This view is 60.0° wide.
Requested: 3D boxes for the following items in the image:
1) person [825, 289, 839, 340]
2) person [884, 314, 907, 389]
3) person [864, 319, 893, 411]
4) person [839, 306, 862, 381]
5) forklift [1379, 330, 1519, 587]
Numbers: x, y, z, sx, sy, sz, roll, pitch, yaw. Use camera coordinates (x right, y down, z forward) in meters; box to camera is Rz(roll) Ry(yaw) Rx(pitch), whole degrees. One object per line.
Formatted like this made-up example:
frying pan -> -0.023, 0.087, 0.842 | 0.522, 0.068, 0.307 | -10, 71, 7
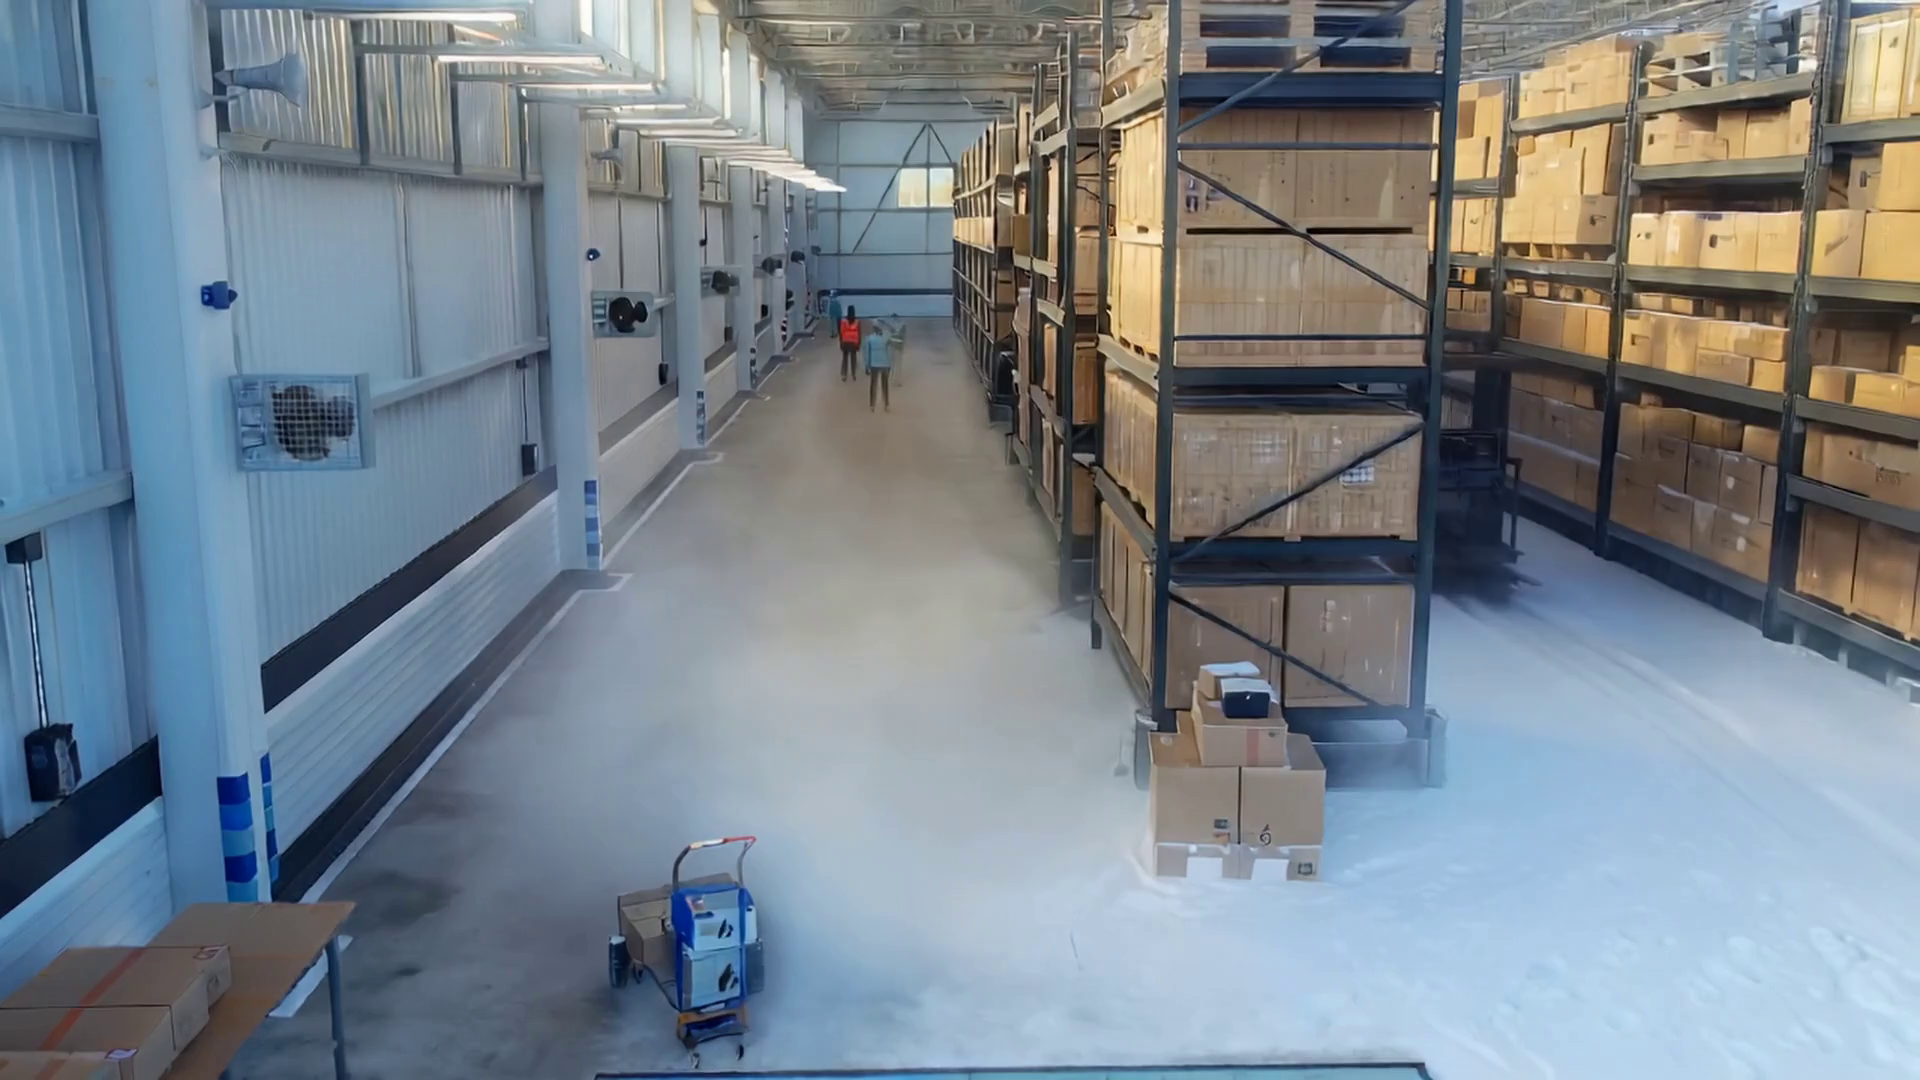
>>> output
person -> -4.374, -7.709, 56.915 | 0.493, 1.746, 0.283 | -4, 12, -20
person -> -1.590, -4.646, 40.791 | 0.572, 1.816, 0.897 | -1, 11, -8
person -> -1.737, -3.742, 35.664 | 0.618, 1.986, 0.409 | -2, 11, -9
person -> -2.805, -5.022, 42.508 | 0.589, 1.912, 0.397 | -4, 12, -20
forklift -> 5.602, -1.003, 19.068 | 1.129, 2.768, 1.873 | 0, 11, -2
